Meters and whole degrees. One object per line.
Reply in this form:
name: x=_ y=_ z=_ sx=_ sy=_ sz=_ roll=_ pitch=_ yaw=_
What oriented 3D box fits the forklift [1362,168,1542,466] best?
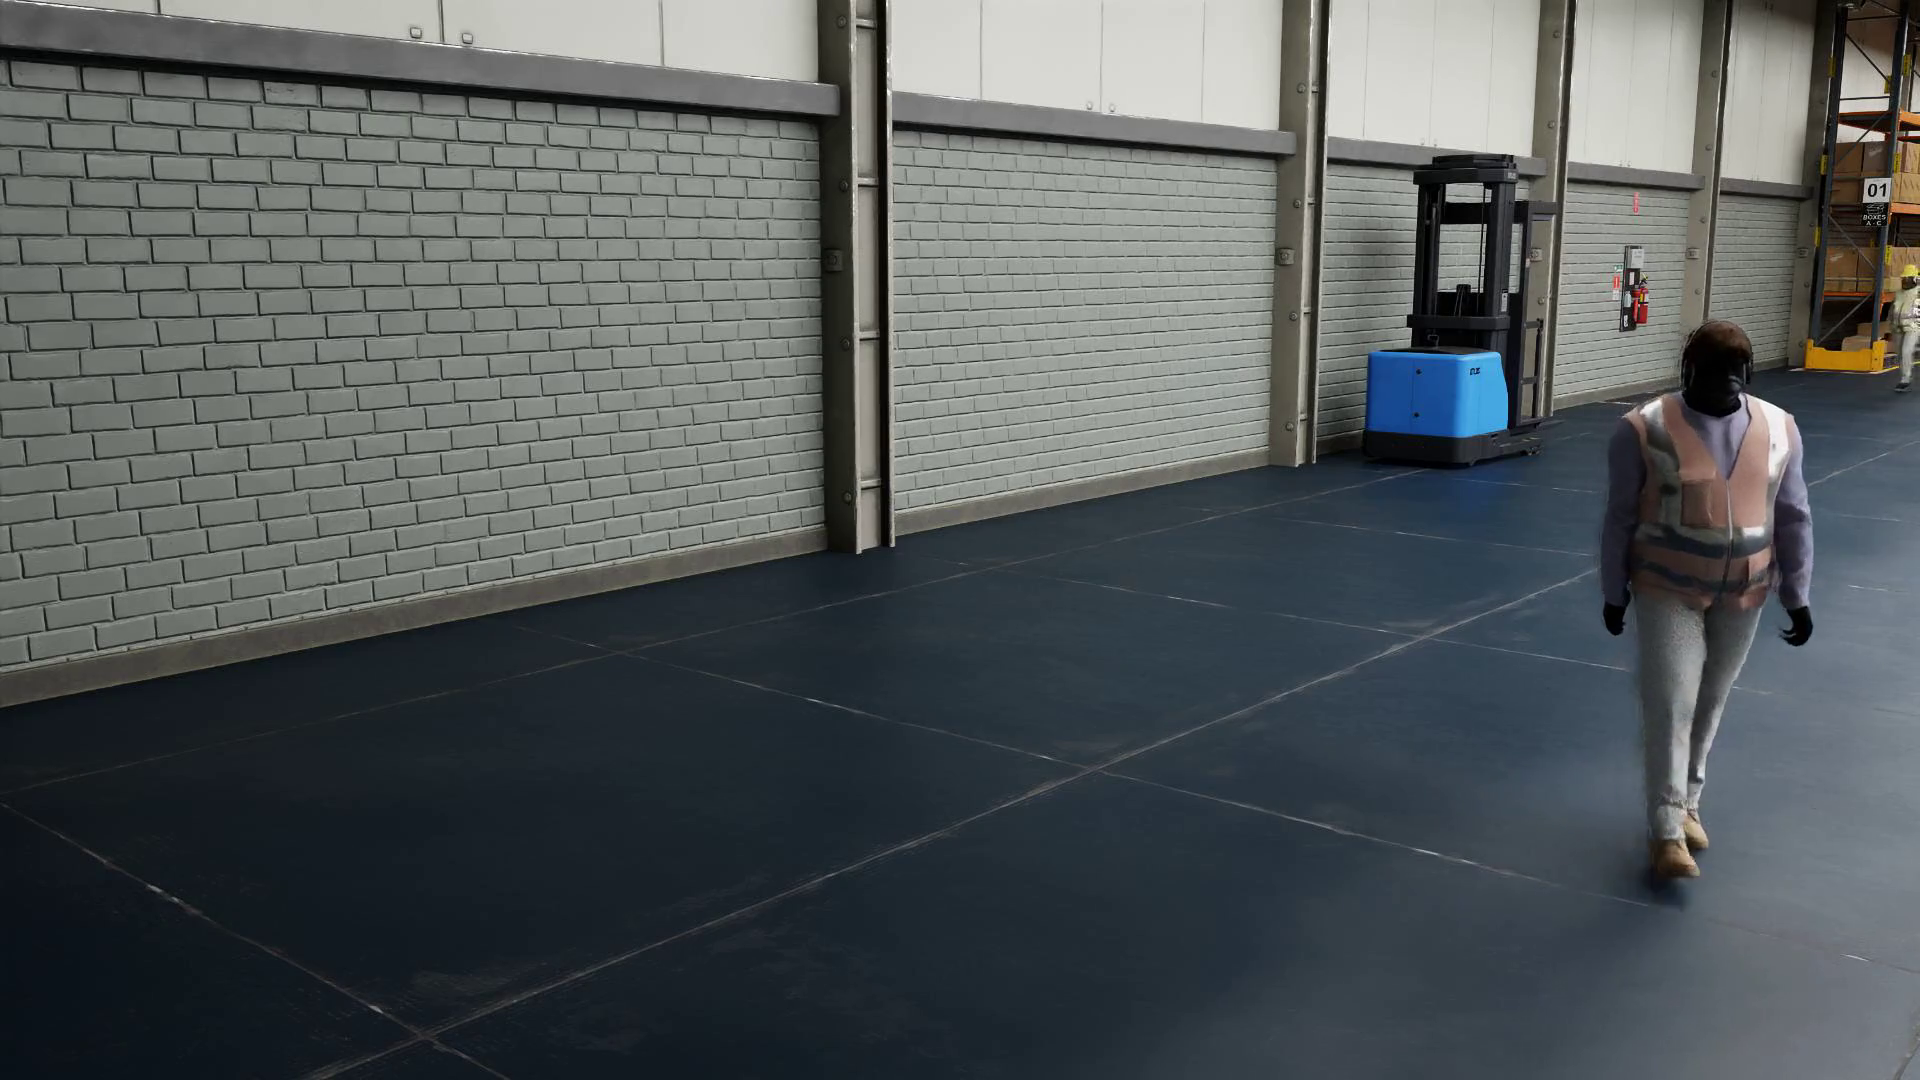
forklift: x=4.875 y=-2.212 z=16.287 sx=1.129 sy=2.768 sz=1.873 roll=8 pitch=13 yaw=40

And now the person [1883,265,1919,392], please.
person: x=13.475 y=-3.013 z=23.760 sx=0.589 sy=1.809 sz=0.630 roll=-4 pitch=11 yaw=-22

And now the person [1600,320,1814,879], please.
person: x=2.488 y=0.202 z=5.473 sx=0.630 sy=1.815 sz=0.816 roll=0 pitch=10 yaw=1
